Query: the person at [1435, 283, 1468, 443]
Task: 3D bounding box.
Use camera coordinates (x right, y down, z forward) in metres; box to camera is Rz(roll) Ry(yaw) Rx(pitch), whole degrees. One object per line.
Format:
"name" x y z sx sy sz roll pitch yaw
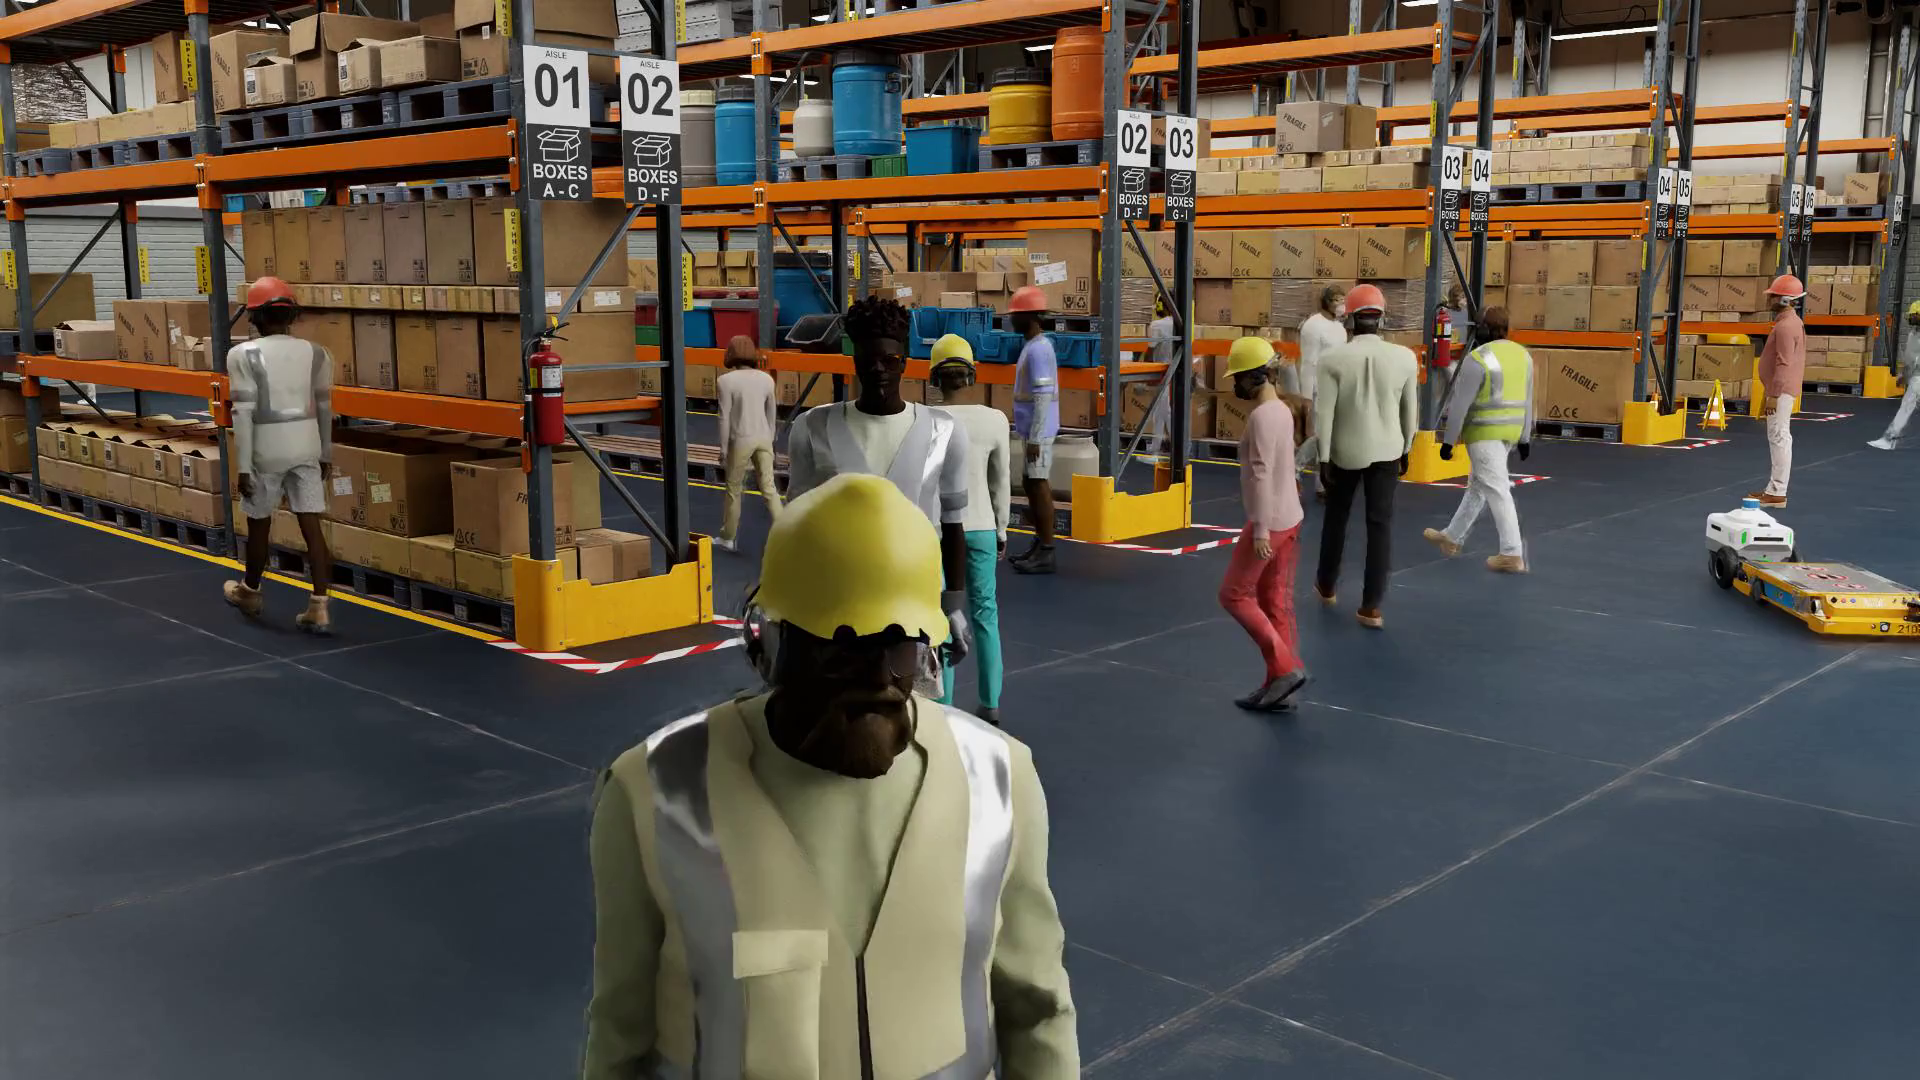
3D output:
"person" 5.726 -2.048 19.408 0.646 1.898 1.000 -5 11 -30

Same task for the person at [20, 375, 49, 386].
"person" -13.826 -2.887 24.675 0.565 1.847 0.396 -7 12 -37

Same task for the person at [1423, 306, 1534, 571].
"person" 3.600 -0.718 11.532 0.654 1.789 0.945 -7 11 -35

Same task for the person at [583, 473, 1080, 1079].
"person" -0.123 0.824 2.030 0.616 1.803 0.764 -3 10 -19

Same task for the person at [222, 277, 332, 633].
"person" -3.923 -0.495 9.540 1.018 1.991 0.641 8 12 41

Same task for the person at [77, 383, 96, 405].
"person" -13.326 -2.876 25.258 0.279 1.634 0.498 -5 10 -26

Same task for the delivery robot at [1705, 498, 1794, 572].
"delivery robot" 5.196 -0.031 10.961 0.477 0.478 0.707 1 9 6

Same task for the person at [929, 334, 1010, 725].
"person" -0.028 -0.031 7.418 0.533 1.765 0.324 -4 10 -24

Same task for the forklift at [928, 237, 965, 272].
"forklift" -0.326 -5.817 39.609 1.129 2.768 1.873 9 13 43

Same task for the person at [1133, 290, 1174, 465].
"person" 2.036 -1.650 17.164 0.846 1.833 0.509 8 12 41

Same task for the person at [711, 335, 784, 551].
"person" -1.504 -0.674 11.920 0.507 1.580 0.842 -8 12 -40

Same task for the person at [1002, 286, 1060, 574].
"person" 0.474 -0.748 11.325 0.419 1.926 0.546 0 9 2

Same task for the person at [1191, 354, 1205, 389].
"person" 2.790 -2.072 20.450 0.754 1.592 0.528 9 13 43

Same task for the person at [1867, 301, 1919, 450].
"person" 10.811 -1.854 18.808 0.921 1.691 0.501 1 9 6

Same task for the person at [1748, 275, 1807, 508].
"person" 7.093 -1.288 14.410 0.375 1.997 0.610 5 11 30

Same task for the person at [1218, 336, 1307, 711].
"person" 1.388 -0.067 7.697 0.396 1.737 0.559 4 10 22

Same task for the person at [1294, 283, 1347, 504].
"person" 3.157 -1.273 14.536 0.494 1.925 0.657 8 12 41

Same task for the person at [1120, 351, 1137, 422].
"person" 2.091 -2.434 22.479 0.544 1.647 0.865 -5 10 -26

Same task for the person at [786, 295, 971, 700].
"person" -0.265 0.199 5.387 0.600 1.967 0.369 -1 9 -6

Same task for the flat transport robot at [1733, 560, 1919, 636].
"flat transport robot" 5.203 0.327 9.917 0.652 0.197 1.431 1 9 6

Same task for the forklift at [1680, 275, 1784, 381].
"forklift" 12.480 -3.427 27.053 1.214 2.155 2.313 9 13 43

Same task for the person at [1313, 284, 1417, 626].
"person" 2.378 -0.523 9.861 0.622 1.950 0.976 1 9 4

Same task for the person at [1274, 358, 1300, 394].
"person" 3.924 -2.162 20.149 0.614 1.869 1.004 -6 11 -34
